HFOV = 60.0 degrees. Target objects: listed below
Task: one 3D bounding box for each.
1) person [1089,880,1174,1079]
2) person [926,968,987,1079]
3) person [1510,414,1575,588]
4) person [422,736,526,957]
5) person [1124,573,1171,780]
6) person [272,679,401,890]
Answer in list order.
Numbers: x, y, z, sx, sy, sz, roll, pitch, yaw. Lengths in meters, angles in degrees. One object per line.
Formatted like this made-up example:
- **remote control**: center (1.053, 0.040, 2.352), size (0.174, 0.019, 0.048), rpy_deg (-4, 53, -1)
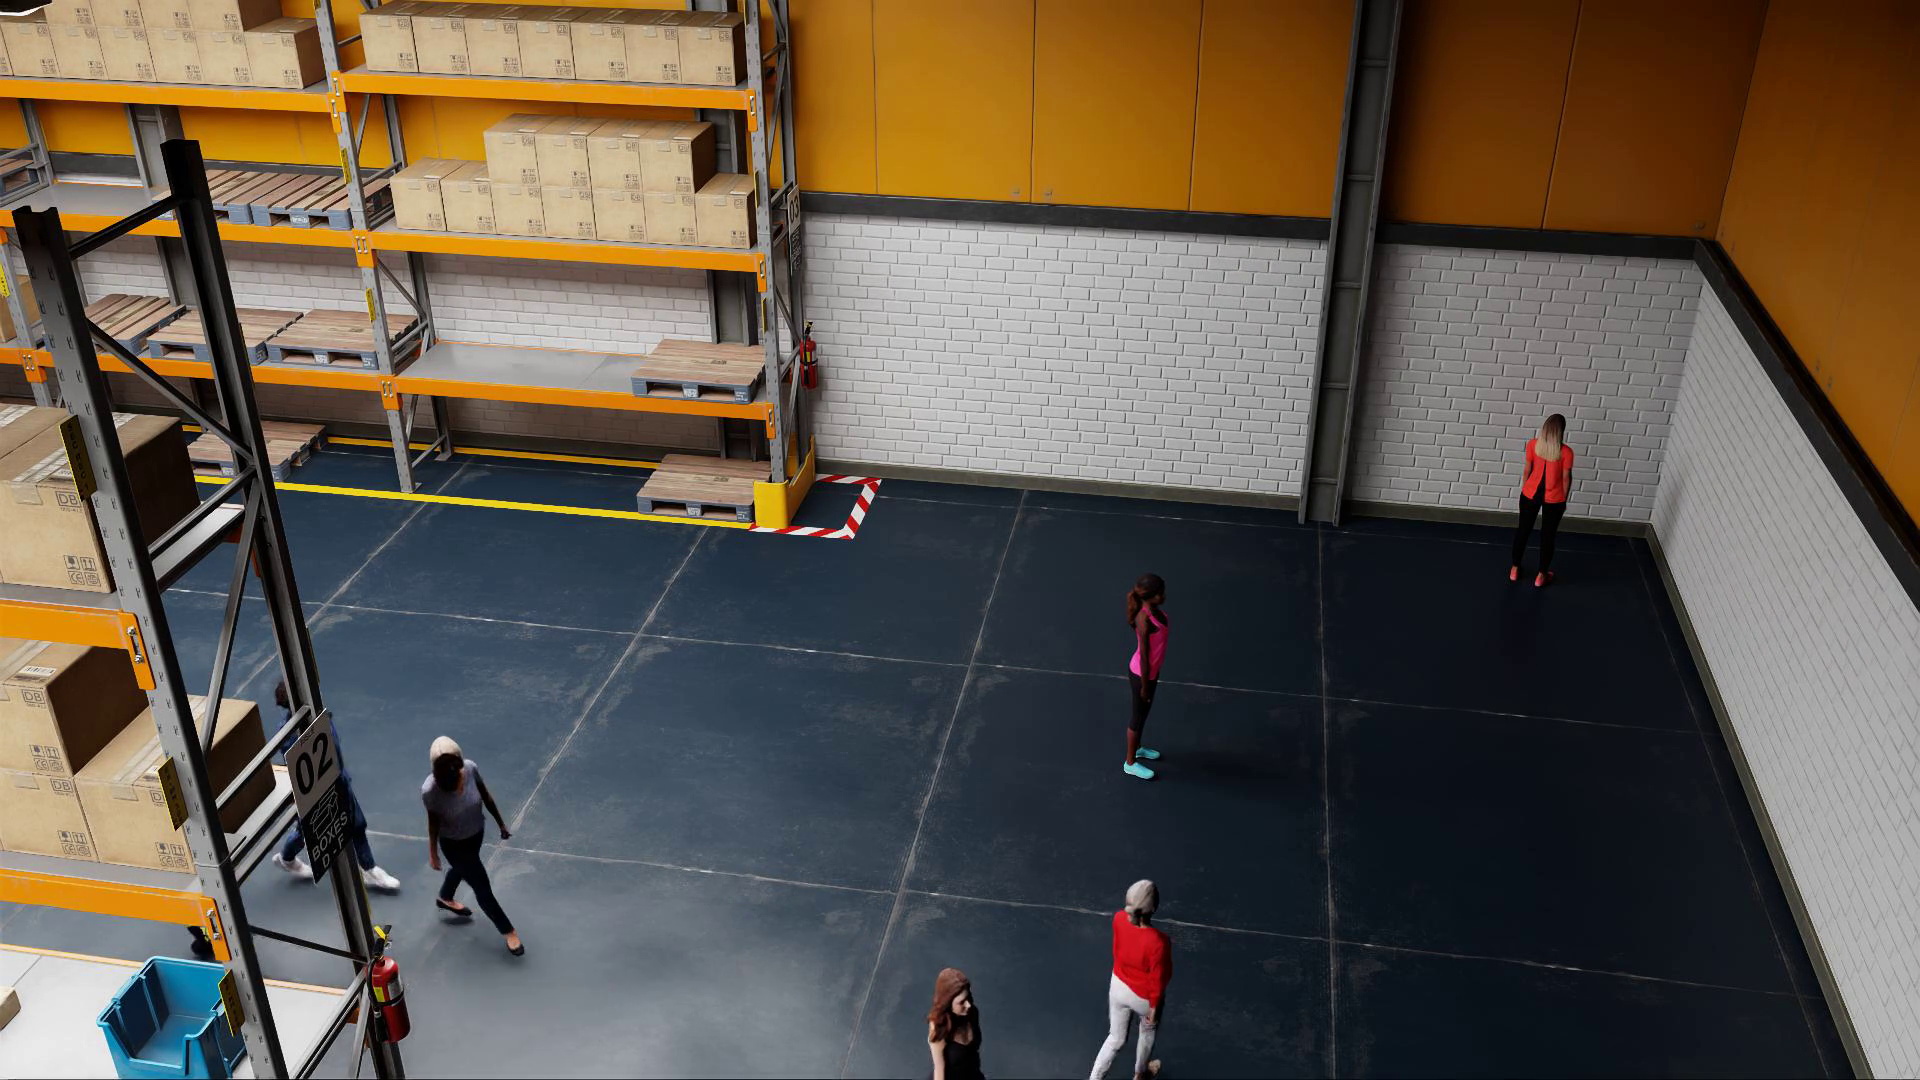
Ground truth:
- **person**: center (0.972, 2.699, 9.644), size (1.037, 1.669, 0.947), rpy_deg (22, 36, 35)
- **person**: center (-0.105, 2.975, 9.072), size (0.811, 1.732, 0.750), rpy_deg (20, 34, 32)
- **person**: center (5.346, -0.379, 15.259), size (0.604, 1.694, 0.728), rpy_deg (18, 34, 30)
- **person**: center (-3.344, 1.955, 11.002), size (1.188, 1.674, 0.955), rpy_deg (17, 33, 28)
- **person**: center (1.410, 1.006, 12.691), size (0.576, 1.724, 0.585), rpy_deg (8, 30, 15)
- **person**: center (-4.482, 1.678, 11.405), size (1.172, 1.775, 0.756), rpy_deg (7, 29, 13)
